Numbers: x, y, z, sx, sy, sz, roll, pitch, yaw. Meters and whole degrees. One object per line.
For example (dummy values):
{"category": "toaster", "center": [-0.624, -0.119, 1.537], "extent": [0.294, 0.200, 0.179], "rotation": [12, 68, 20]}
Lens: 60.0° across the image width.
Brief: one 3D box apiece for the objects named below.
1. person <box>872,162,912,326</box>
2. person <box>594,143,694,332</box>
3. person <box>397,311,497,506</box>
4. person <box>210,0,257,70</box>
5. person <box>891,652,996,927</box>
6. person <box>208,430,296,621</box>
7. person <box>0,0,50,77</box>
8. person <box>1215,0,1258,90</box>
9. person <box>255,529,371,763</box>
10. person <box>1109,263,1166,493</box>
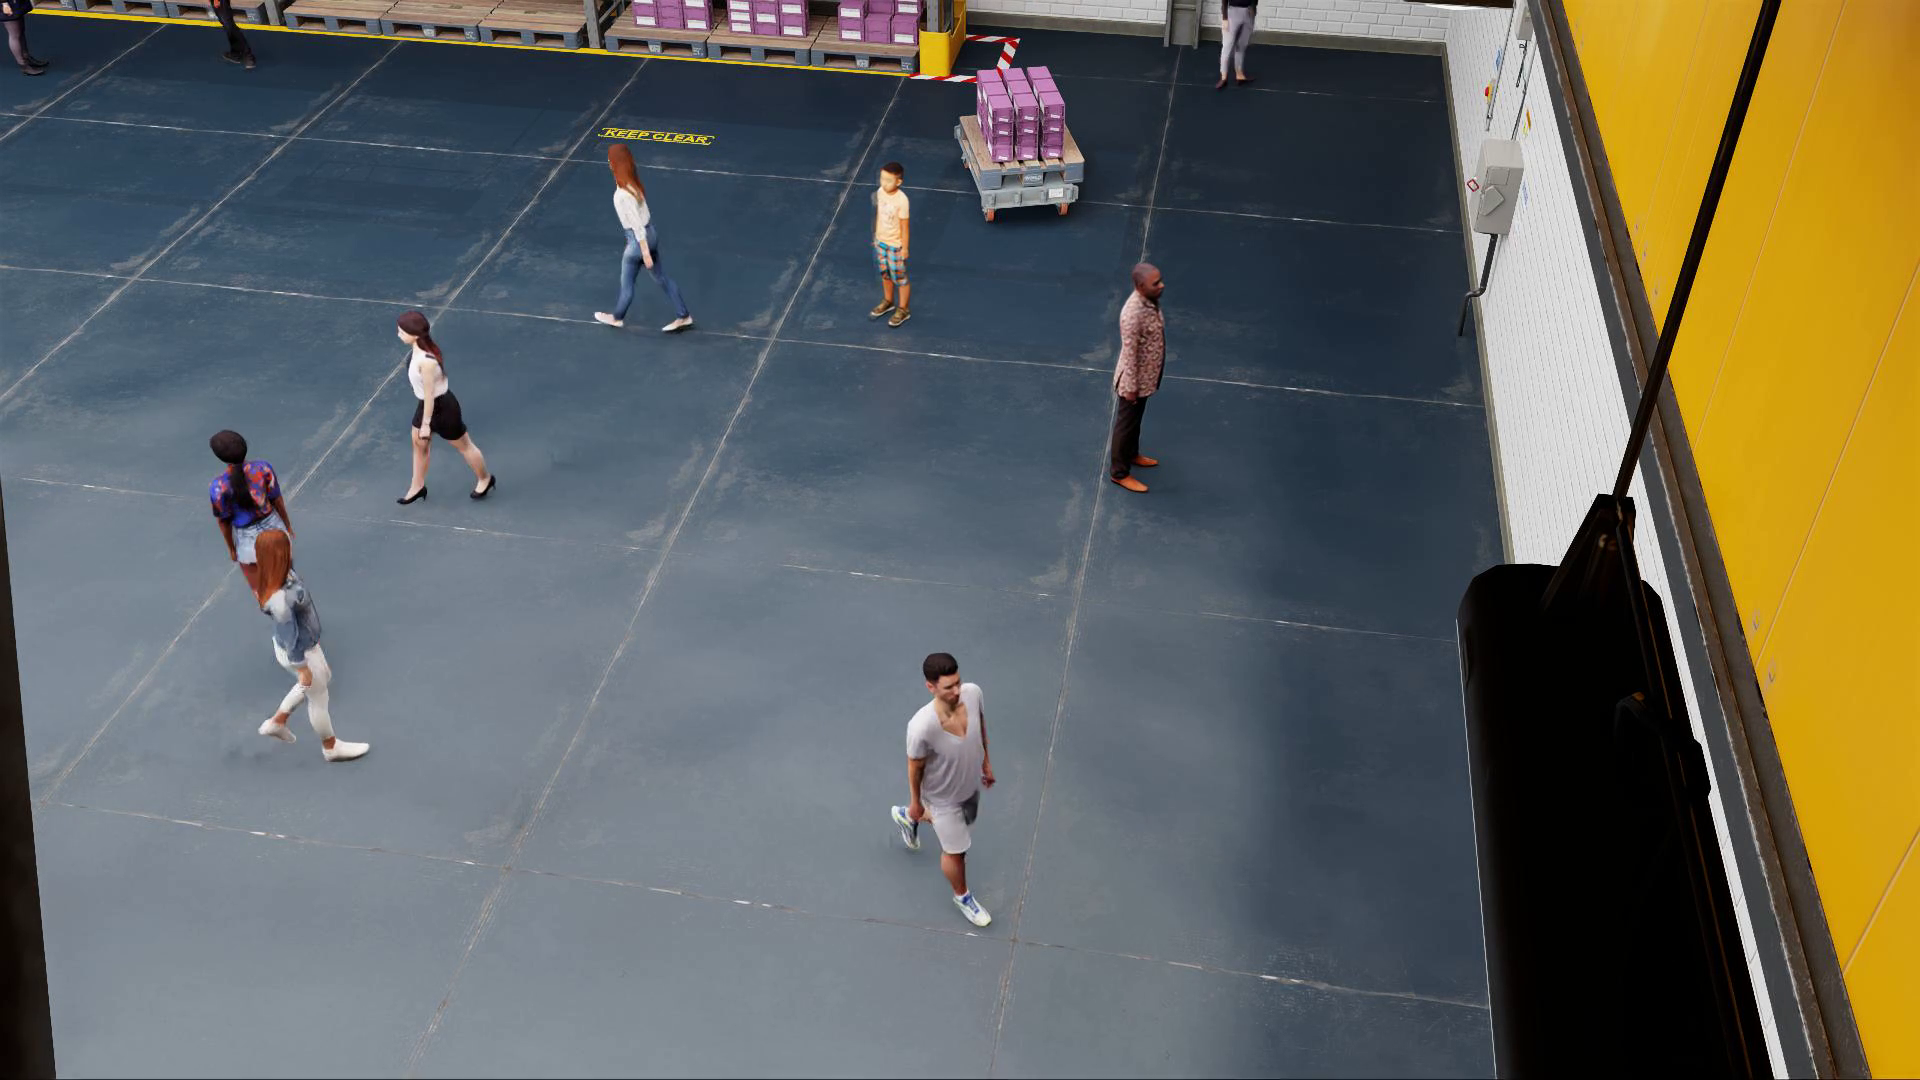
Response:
{"category": "person", "center": [-0.567, -2.553, 14.188], "extent": [0.576, 1.459, 0.659], "rotation": [32, 48, 33]}
{"category": "person", "center": [-2.574, -2.470, 13.909], "extent": [1.113, 1.678, 0.751], "rotation": [-4, 39, -5]}
{"category": "person", "center": [-3.679, -0.944, 12.044], "extent": [1.022, 1.620, 0.929], "rotation": [-21, 43, -24]}
{"category": "person", "center": [-8.233, -6.125, 18.423], "extent": [0.867, 1.755, 0.806], "rotation": [-13, 40, -16]}
{"category": "person", "center": [-0.115, 1.274, 9.095], "extent": [1.204, 1.835, 1.049], "rotation": [31, 48, 33]}
{"category": "person", "center": [-4.462, 0.057, 10.704], "extent": [0.894, 1.729, 0.980], "rotation": [-26, 46, -29]}
{"category": "person", "center": [-10.491, -5.968, 18.292], "extent": [0.758, 1.674, 0.755], "rotation": [-6, 39, -8]}
{"category": "person", "center": [3.062, -5.664, 17.975], "extent": [0.700, 1.595, 0.837], "rotation": [-25, 45, -28]}
{"category": "person", "center": [-4.051, 0.662, 9.977], "extent": [0.963, 1.691, 0.870], "rotation": [-13, 40, -15]}
{"category": "person", "center": [1.296, -1.232, 12.254], "extent": [0.645, 1.808, 0.714], "rotation": [13, 40, 15]}
